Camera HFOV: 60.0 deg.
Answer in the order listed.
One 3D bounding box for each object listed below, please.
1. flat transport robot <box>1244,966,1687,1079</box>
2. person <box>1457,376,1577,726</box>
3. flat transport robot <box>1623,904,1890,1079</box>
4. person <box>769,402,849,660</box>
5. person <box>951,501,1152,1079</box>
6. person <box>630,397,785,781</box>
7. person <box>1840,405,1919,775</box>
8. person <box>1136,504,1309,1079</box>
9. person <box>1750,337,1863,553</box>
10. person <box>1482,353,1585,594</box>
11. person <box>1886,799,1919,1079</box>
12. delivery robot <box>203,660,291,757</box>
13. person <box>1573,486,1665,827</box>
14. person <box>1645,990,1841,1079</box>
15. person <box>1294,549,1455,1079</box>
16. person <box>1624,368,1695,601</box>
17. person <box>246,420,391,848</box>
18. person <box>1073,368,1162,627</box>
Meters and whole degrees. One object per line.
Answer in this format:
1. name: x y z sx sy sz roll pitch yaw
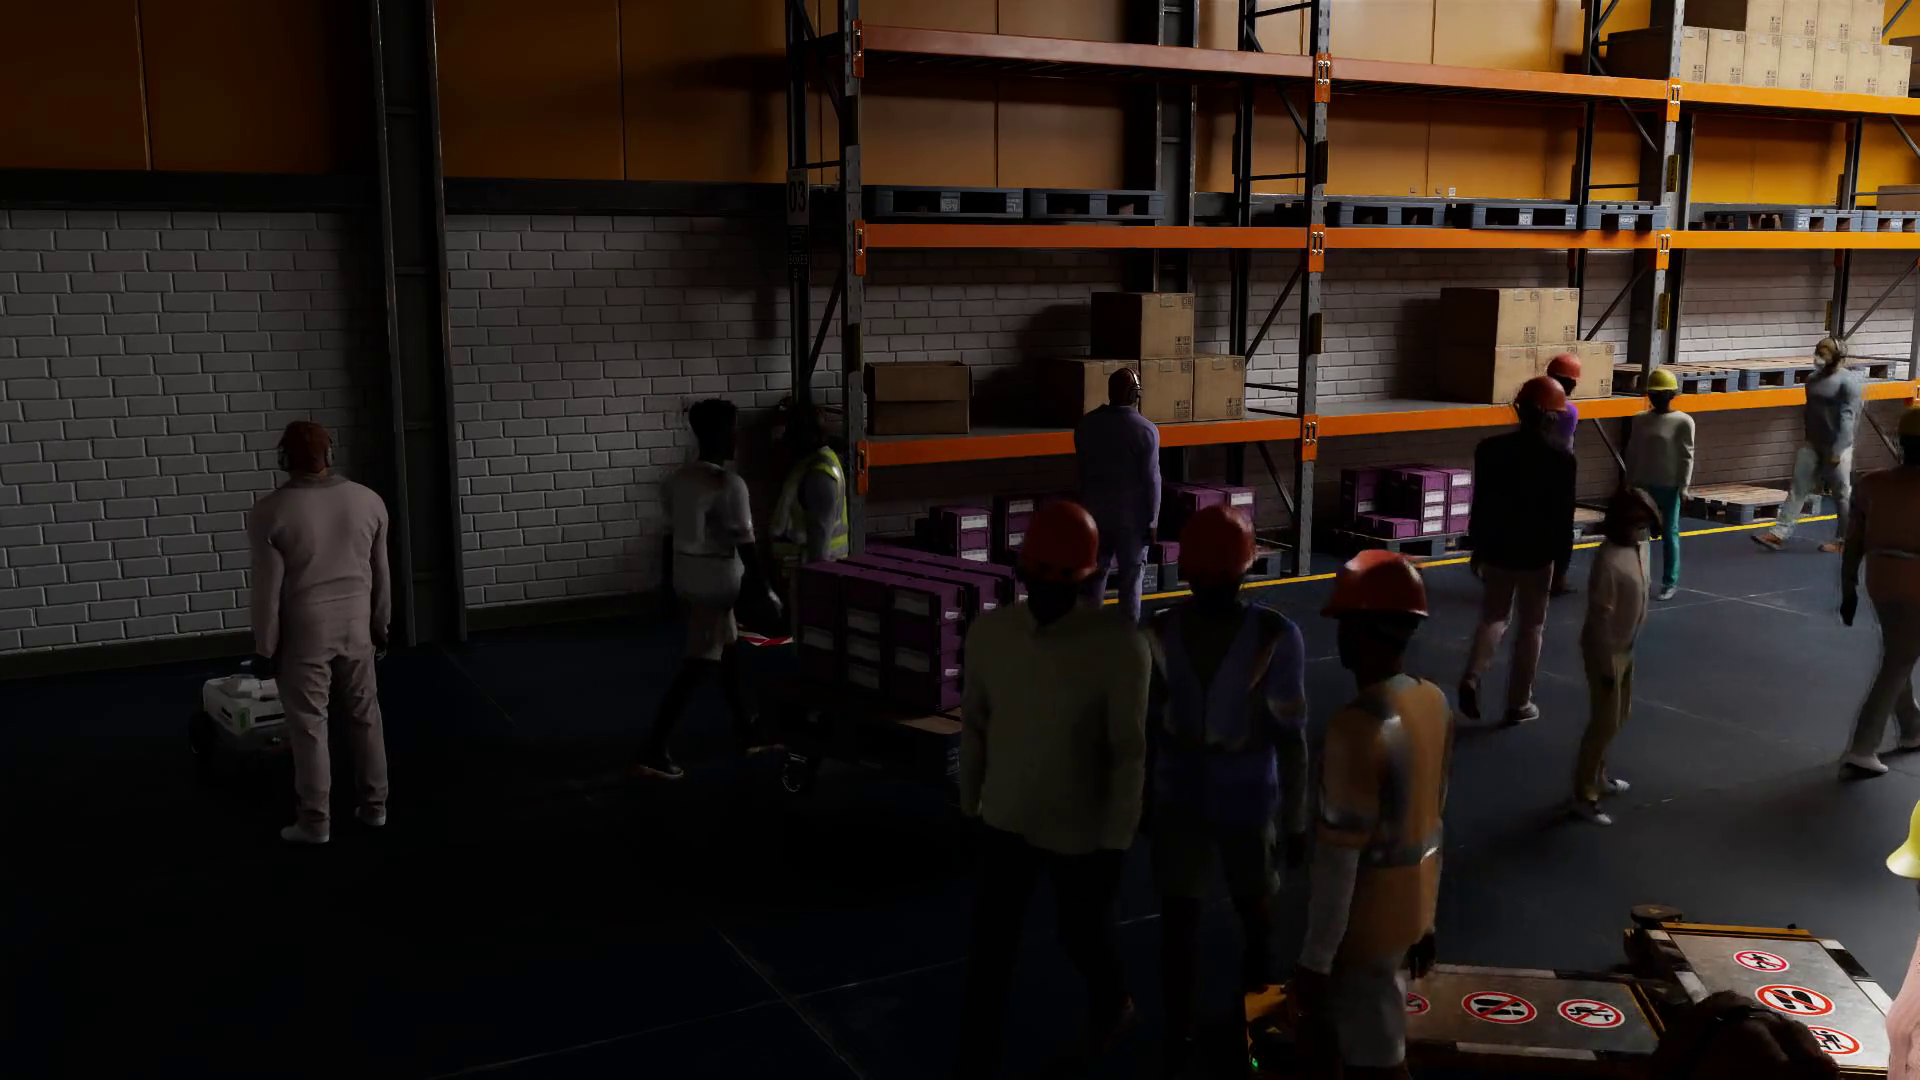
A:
1. flat transport robot: 1.648 1.594 5.359 1.431 0.197 0.652 1 10 8
2. person: 3.058 0.083 9.166 0.563 1.970 0.631 -10 14 -44
3. flat transport robot: 2.710 1.570 5.492 0.652 0.197 1.431 1 10 8
4. person: -0.821 0.167 9.059 0.429 1.842 0.632 -1 10 -5
5. person: 0.296 0.814 5.054 0.636 1.948 0.937 4 11 23
6. person: -1.296 0.238 8.427 0.984 1.926 0.610 -7 12 -35
7. person: 4.847 0.245 8.526 1.013 1.877 0.605 -6 11 -30
8. person: 0.843 0.792 5.335 0.565 1.898 0.943 4 11 21
9. person: 7.437 -0.803 14.474 0.976 1.893 0.661 -2 10 -13
10. person: 4.355 -0.471 12.629 0.941 1.895 0.571 -5 11 -26
11. person: 1.782 1.263 2.987 0.327 1.760 0.523 1 10 3
12. delivery robot: -3.607 0.859 8.504 0.477 0.478 0.707 -8 13 -38
13. person: 3.050 0.522 7.718 0.390 1.595 0.654 8 13 39
14. person: 1.042 1.421 2.417 0.540 1.624 0.421 -1 10 -8
15. person: 1.142 0.980 4.252 0.910 1.897 0.560 7 12 33
16. person: 5.296 -0.422 12.664 0.325 1.767 0.533 -7 12 -35
17. person: -2.871 0.414 7.452 0.402 1.904 0.651 9 13 41
18. person: 1.050 -0.175 10.872 0.636 1.900 0.404 7 12 37
